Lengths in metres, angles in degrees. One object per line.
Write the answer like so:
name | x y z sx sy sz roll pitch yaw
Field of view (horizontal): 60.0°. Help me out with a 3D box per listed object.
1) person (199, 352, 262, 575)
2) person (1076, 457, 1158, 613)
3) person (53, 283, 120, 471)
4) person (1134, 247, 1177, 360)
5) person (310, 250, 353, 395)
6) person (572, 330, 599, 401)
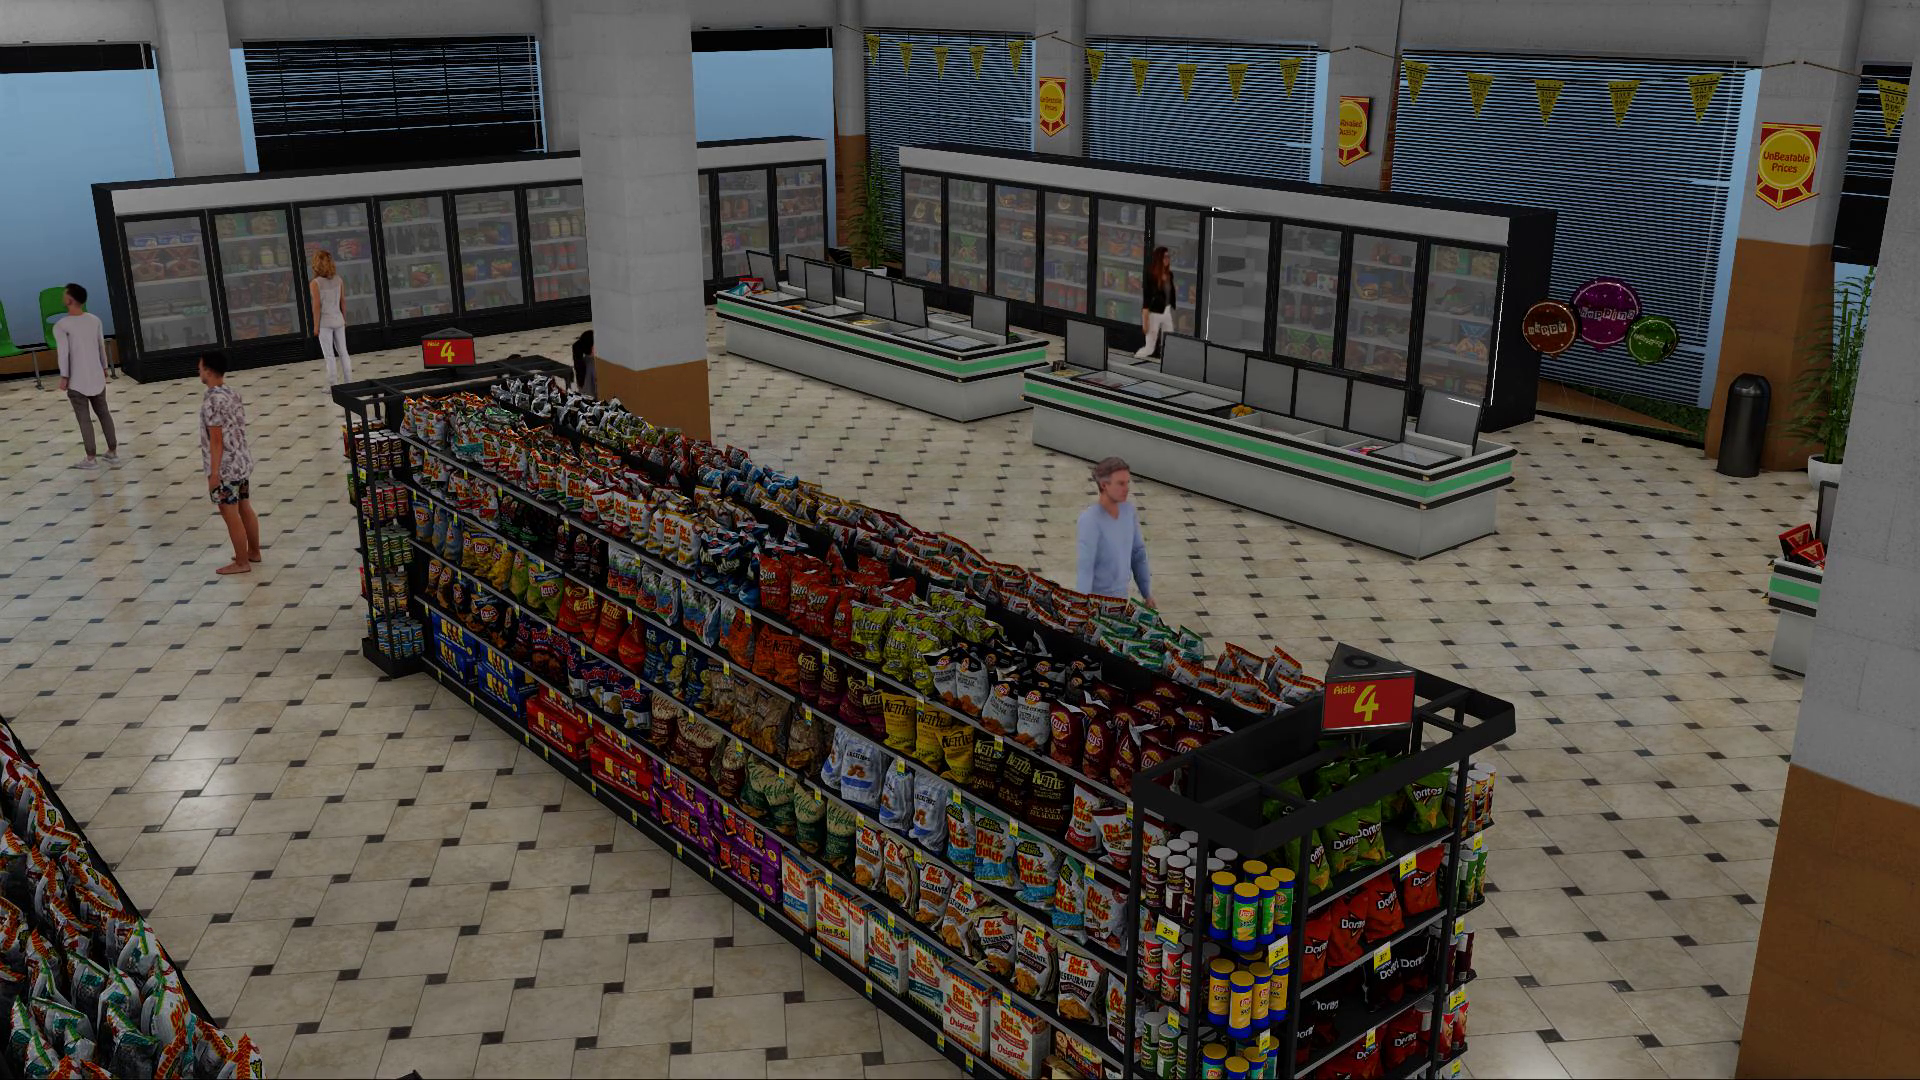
person | -5.949 -0.637 13.532 0.806 1.814 0.728 0 19 1
person | 0.842 0.371 10.456 1.028 1.869 0.780 14 23 35
person | -8.644 -1.627 16.426 0.707 1.840 0.744 9 21 25
person | 2.277 -2.598 19.556 0.684 1.679 1.035 -12 22 -31
person | -7.356 -2.549 19.425 0.629 1.670 0.662 12 22 31
person | -3.376 -1.026 14.975 0.718 1.627 1.021 -16 25 -40
